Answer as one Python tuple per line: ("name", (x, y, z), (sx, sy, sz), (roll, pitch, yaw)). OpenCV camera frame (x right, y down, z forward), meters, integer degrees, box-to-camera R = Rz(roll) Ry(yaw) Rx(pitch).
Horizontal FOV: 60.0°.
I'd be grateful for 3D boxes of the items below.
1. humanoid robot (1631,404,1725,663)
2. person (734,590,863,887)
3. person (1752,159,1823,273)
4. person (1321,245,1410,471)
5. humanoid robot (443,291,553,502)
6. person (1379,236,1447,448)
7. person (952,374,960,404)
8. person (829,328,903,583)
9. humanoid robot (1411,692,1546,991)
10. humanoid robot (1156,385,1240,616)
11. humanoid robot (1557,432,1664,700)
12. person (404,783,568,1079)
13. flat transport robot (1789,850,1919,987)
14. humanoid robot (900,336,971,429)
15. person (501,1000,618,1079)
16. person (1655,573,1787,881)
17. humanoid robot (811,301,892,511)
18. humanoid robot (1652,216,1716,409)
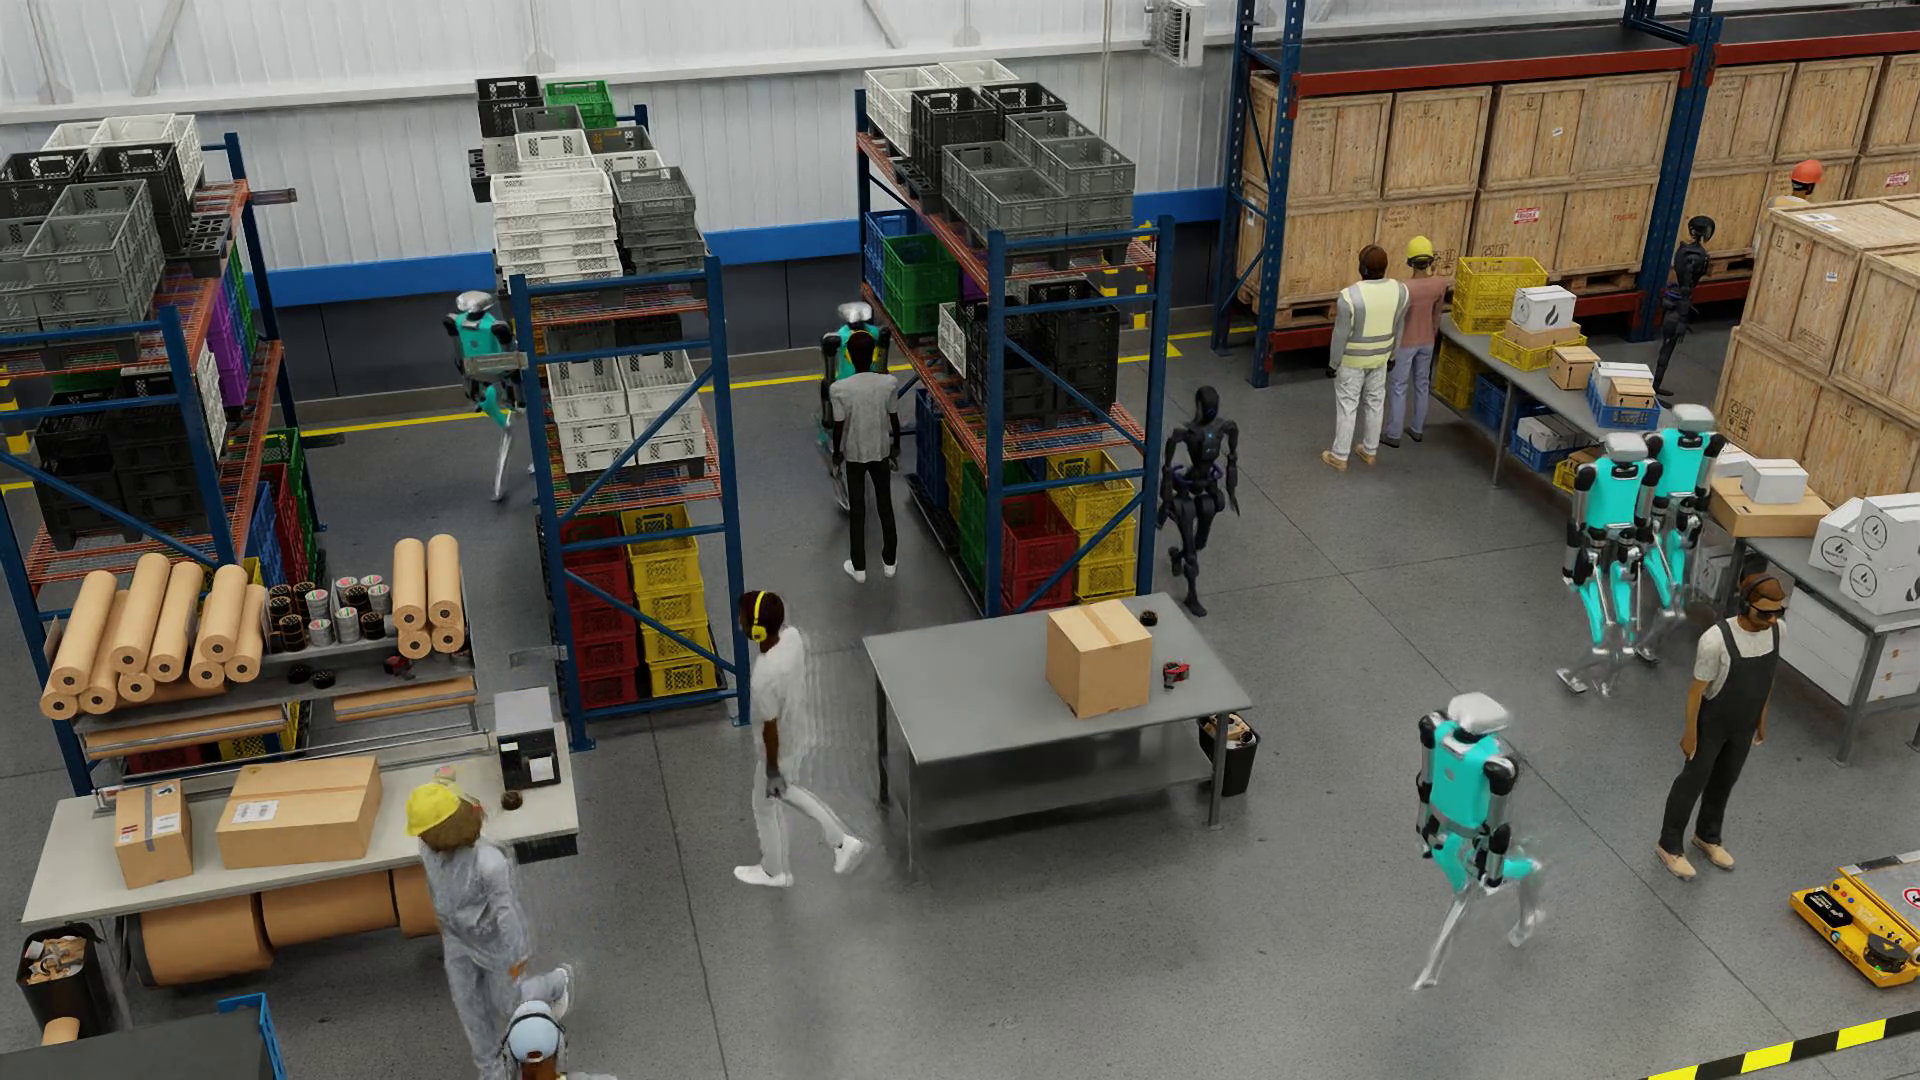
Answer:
("humanoid robot", (4.550, 0.087, 10.525), (0.555, 1.836, 0.743), (-4, 29, -7))
("person", (-0.888, 1.059, 8.588), (0.621, 1.851, 0.521), (9, 30, 16))
("person", (7.351, -2.442, 14.873), (0.377, 1.937, 0.545), (-16, 33, -27))
("person", (3.174, -1.435, 13.141), (0.633, 1.840, 0.429), (-10, 30, -17))
("humanoid robot", (-3.456, -1.203, 12.854), (0.542, 1.735, 0.991), (8, 30, 15))
("person", (3.658, -1.604, 13.527), (0.524, 1.764, 0.326), (-11, 31, -20))
("person", (0.046, -1.714, 13.570), (0.371, 1.915, 0.596), (0, 29, 0))
("person", (-0.656, -0.578, 11.557), (0.518, 1.865, 0.328), (-8, 30, -14))
("humanoid robot", (2.643, 1.410, 8.111), (0.997, 1.770, 0.536), (-17, 33, -28))
("humanoid robot", (1.595, -0.340, 11.374), (0.612, 1.645, 0.739), (-9, 30, -16))
("humanoid robot", (4.003, 0.254, 10.146), (0.538, 1.780, 0.692), (-3, 29, -5))
("person", (-2.122, 1.744, 7.493), (0.506, 1.705, 0.658), (11, 31, 19))
("flat transport robot", (5.163, 1.916, 8.676), (1.431, 0.231, 0.659), (-8, 30, -14))
("humanoid robot", (-0.106, -1.631, 13.614), (0.905, 1.772, 0.551), (-3, 29, -5))
("person", (-1.513, 2.384, 6.213), (0.612, 1.817, 0.850), (-8, 30, -14))
("person", (4.030, 0.975, 8.764), (0.501, 1.840, 0.345), (-9, 30, -16))
("humanoid robot", (-0.863, -0.954, 12.473), (0.539, 1.879, 0.732), (-14, 32, -23))
("humanoid robot", (6.189, -1.978, 14.285), (0.315, 1.655, 0.599), (14, 32, 23))
